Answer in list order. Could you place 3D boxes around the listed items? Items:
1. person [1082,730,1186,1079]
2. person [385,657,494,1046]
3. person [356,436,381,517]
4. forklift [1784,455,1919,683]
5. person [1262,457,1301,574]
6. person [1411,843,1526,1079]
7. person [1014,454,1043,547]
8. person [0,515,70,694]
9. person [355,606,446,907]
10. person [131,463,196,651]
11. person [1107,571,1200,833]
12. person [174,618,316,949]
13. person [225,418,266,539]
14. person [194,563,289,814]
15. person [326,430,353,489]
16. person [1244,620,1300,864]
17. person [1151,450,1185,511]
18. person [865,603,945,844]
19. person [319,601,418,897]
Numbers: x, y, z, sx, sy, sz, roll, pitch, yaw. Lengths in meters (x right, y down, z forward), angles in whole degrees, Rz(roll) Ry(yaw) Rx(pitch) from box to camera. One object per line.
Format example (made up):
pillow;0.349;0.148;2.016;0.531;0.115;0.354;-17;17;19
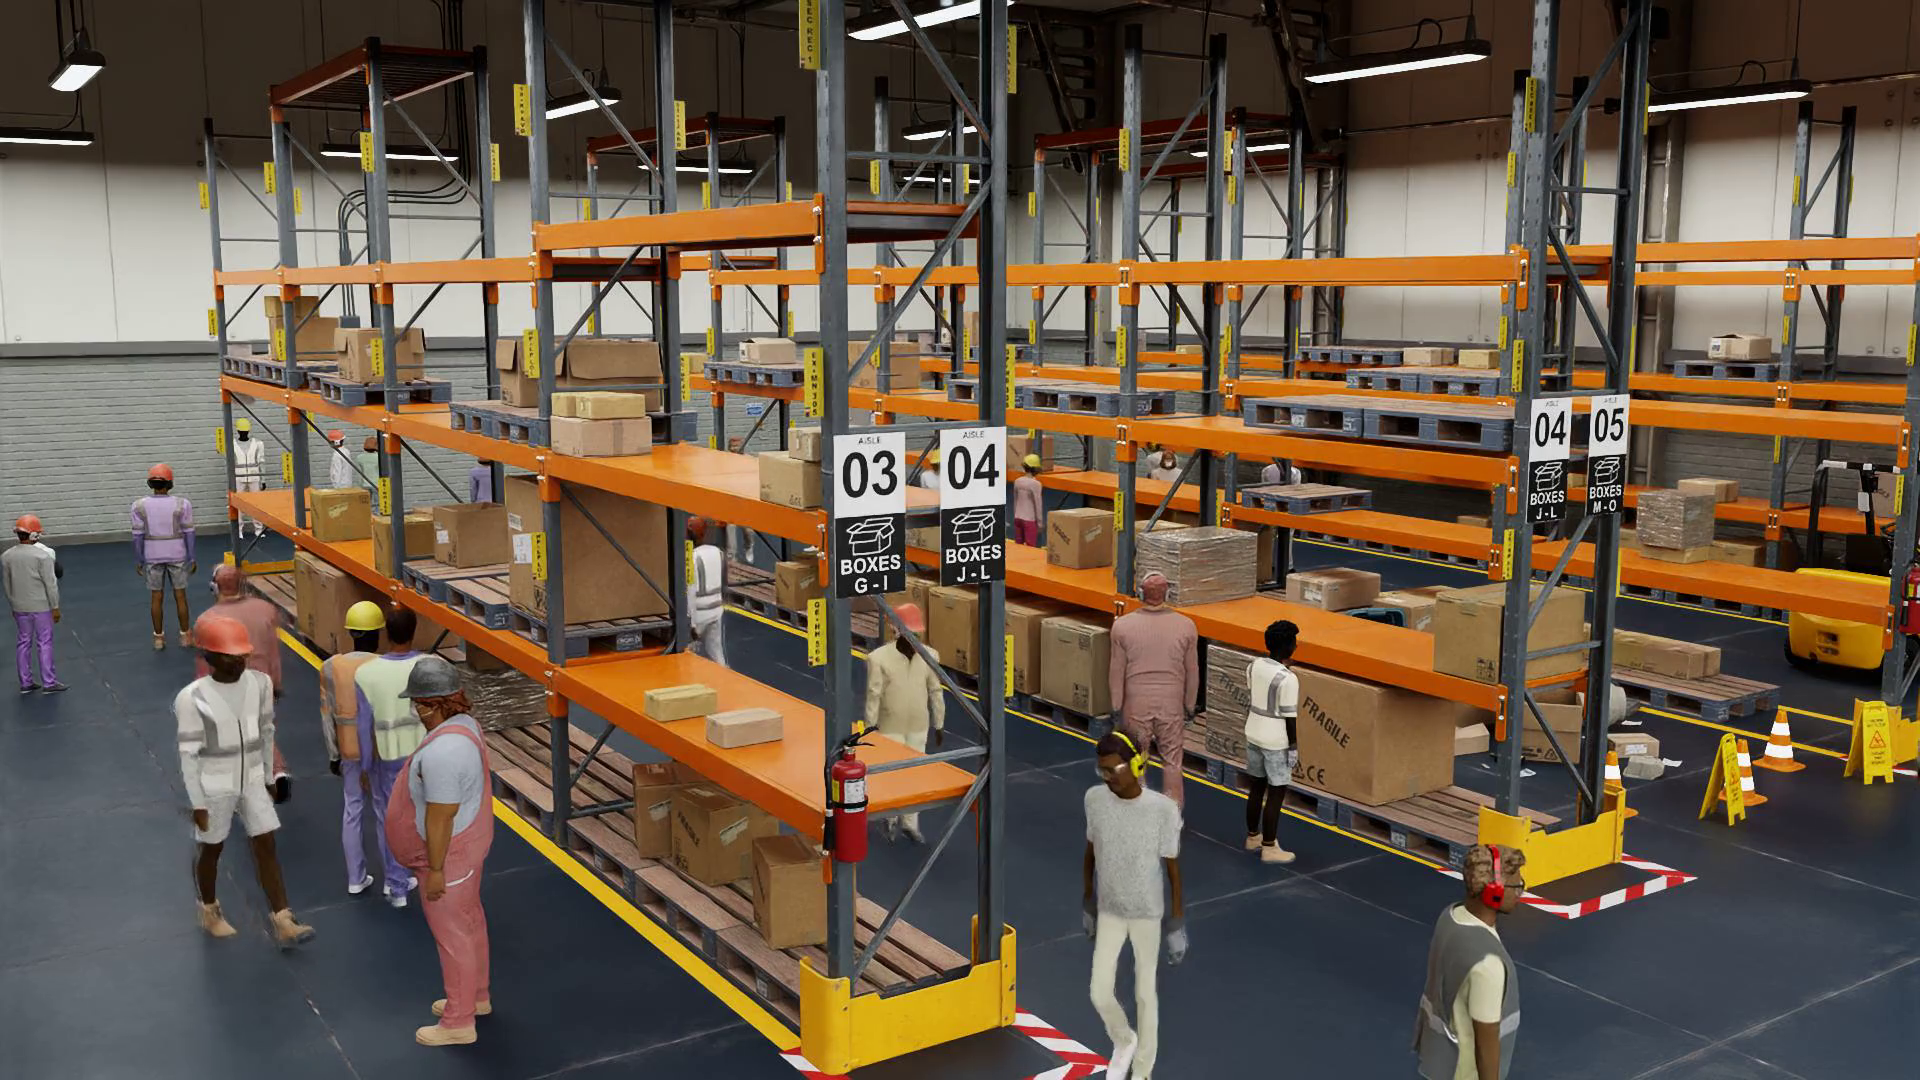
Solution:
person;0.830;1.808;7.956;0.551;1.851;0.374;3;9;20
person;-2.724;1.599;8.715;0.535;2.000;0.683;-1;9;-7
person;-9.237;-0.814;26.166;0.494;1.626;0.278;1;9;8
forklift;9.643;0.253;17.172;2.313;2.155;1.214;-6;10;-33
person;4.450;-0.431;22.971;0.588;1.823;0.404;6;11;36
person;1.938;2.053;6.392;0.381;1.835;0.561;1;9;4
person;0.911;-0.263;22.065;0.362;1.757;0.526;-6;10;-35
person;-8.989;0.624;16.158;0.561;1.751;0.326;2;9;11
person;-3.524;1.376;10.627;0.596;1.920;0.382;-4;9;-24
person;-8.648;0.187;18.110;0.611;2.042;0.394;-3;9;-16
person;1.386;1.187;12.006;0.678;1.925;0.470;0;9;2
person;-4.242;1.455;9.816;1.032;1.990;0.638;7;11;38
person;-11.248;-0.966;26.220;0.585;1.918;0.400;-5;10;-30
person;-5.330;1.119;12.384;0.585;1.897;0.679;6;10;35
person;-9.727;-0.862;26.091;0.349;1.743;0.563;-1;9;-4
person;2.139;1.375;11.382;0.320;1.686;0.541;-3;9;-21
person;2.982;-0.479;23.903;0.509;1.631;0.268;-1;9;-4
person;-0.372;1.298;11.719;0.585;1.733;0.381;-4;9;-25
person;-3.816;1.349;10.749;0.585;1.929;0.377;2;9;11
